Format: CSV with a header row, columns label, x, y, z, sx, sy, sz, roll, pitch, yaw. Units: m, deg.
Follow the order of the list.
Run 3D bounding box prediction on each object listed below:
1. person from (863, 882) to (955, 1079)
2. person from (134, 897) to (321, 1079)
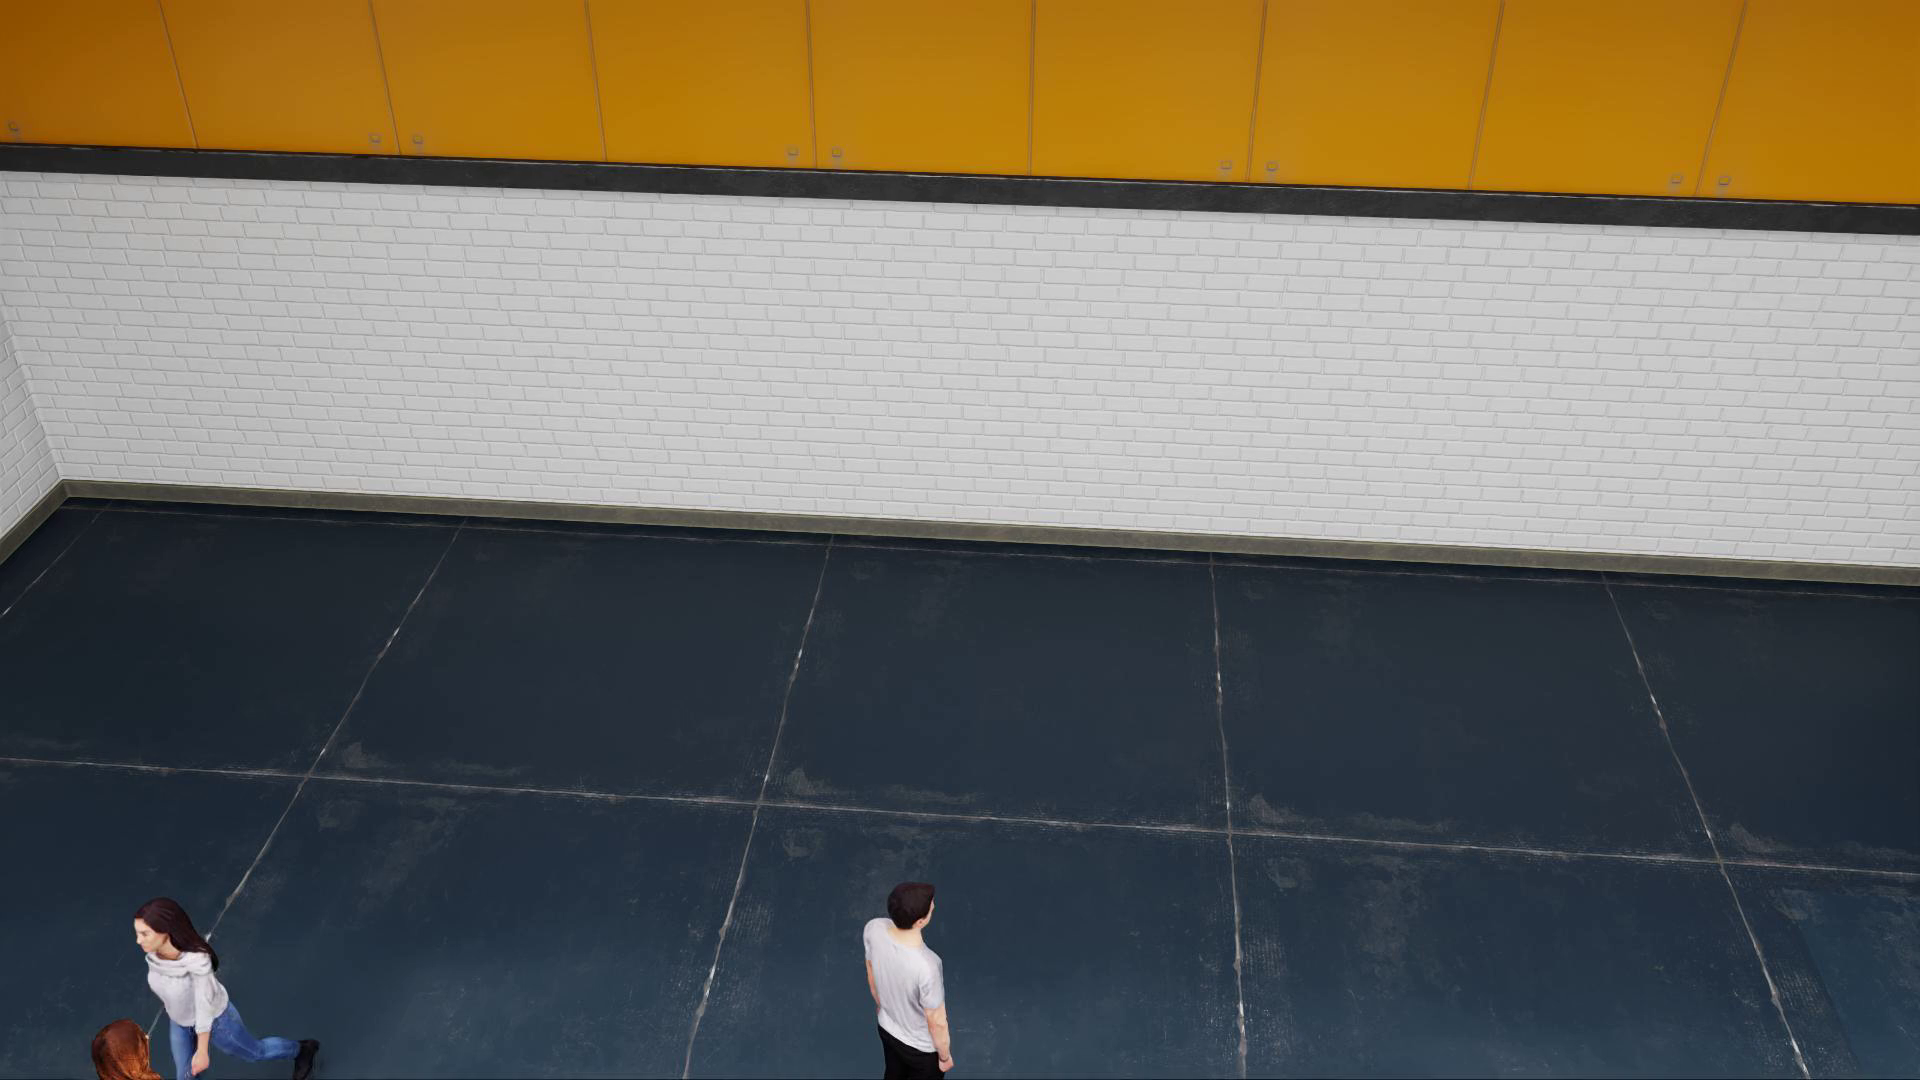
label,x,y,z,sx,sy,sz,roll,pitch,yaw
person,-0.241,2.361,7.995,0.784,1.862,0.736,-27,42,-34
person,-3.664,2.336,8.273,0.873,1.595,1.145,16,37,23
